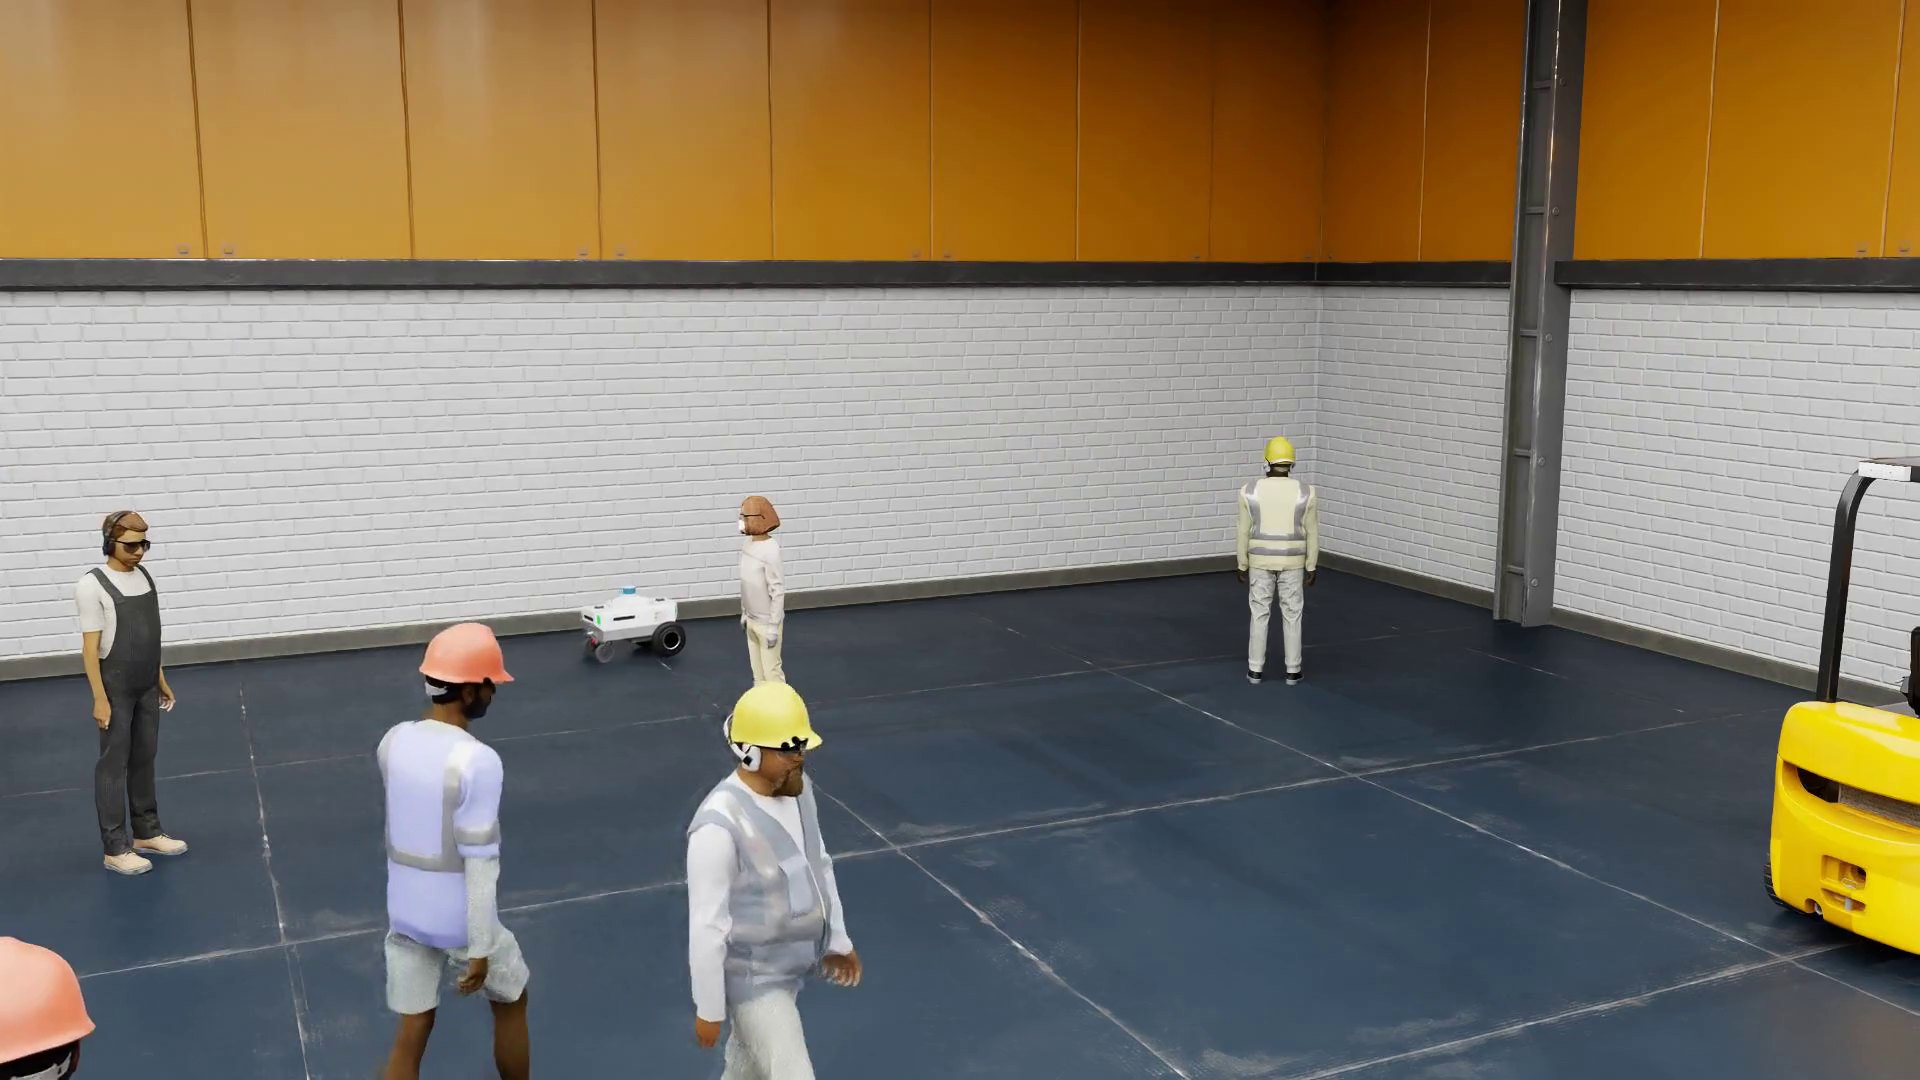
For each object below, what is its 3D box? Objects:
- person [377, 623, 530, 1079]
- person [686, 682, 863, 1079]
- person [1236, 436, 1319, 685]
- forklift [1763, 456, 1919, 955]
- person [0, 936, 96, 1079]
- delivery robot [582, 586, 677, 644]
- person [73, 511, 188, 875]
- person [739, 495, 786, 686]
[{"bbox_3d":[-1.632,1.205,5.545,0.567,1.897,0.855,5,10,26],"label":"person"},{"bbox_3d":[-0.488,1.319,5.117,0.824,1.796,0.609,3,10,18],"label":"person"},{"bbox_3d":[2.334,0.155,12.247,0.600,1.831,0.404,2,9,11],"label":"person"},{"bbox_3d":[4.857,0.731,7.561,2.313,2.155,1.214,-4,10,-25],"label":"forklift"},{"bbox_3d":[-1.548,1.617,2.871,0.363,1.933,0.543,9,13,44],"label":"person"},{"bbox_3d":[-2.605,0.604,13.127,0.707,0.478,0.477,-6,11,-34],"label":"delivery robot"},{"bbox_3d":[-4.226,0.761,8.475,0.344,1.839,0.504,2,9,12],"label":"person"},{"bbox_3d":[-1.265,0.526,10.559,0.286,1.634,0.500,-5,10,-27],"label":"person"}]
